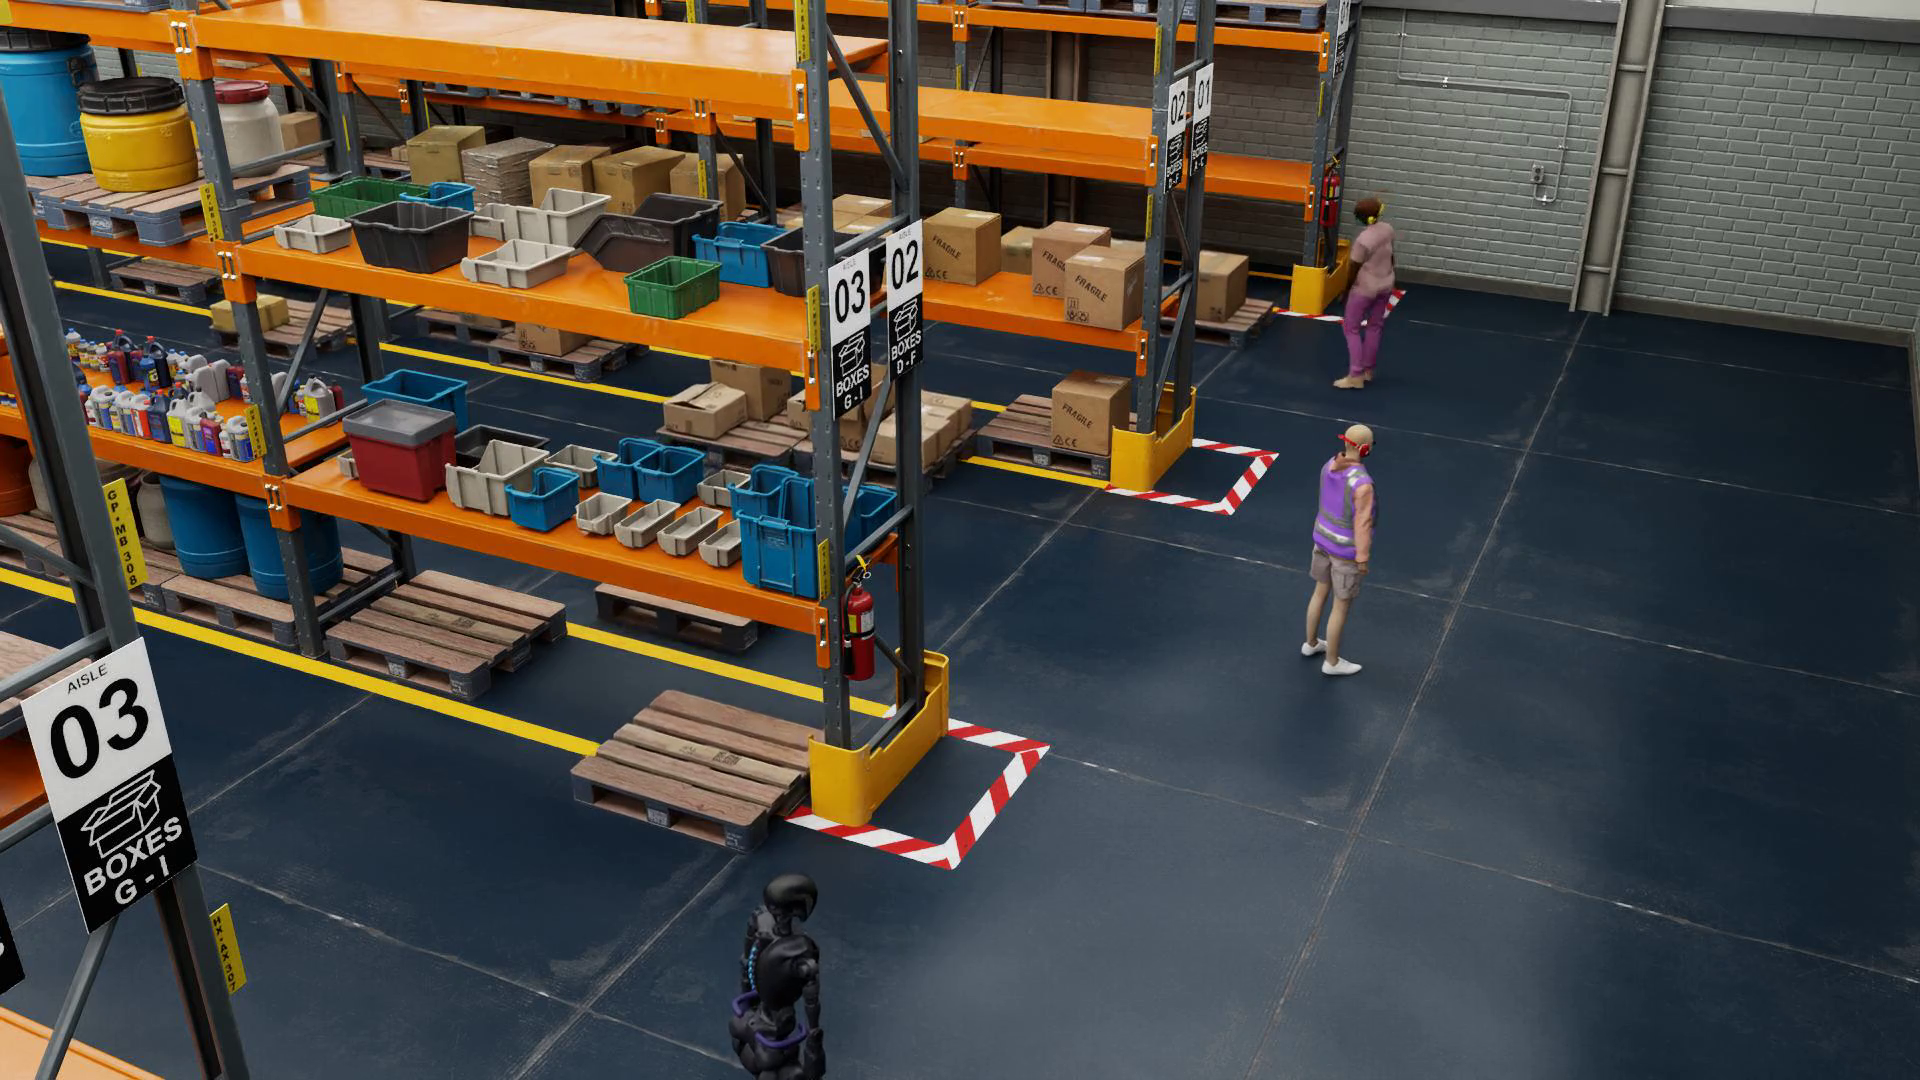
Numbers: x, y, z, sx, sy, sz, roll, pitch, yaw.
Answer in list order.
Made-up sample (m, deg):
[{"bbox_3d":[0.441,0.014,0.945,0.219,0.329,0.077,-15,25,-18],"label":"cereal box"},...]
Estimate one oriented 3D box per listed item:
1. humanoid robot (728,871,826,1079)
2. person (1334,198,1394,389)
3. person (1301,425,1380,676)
[{"bbox_3d":[-0.704,2.007,6.686,0.757,1.621,0.609,-18,31,-32],"label":"humanoid robot"},{"bbox_3d":[3.722,-2.257,15.190,0.675,1.772,0.364,-17,31,-31],"label":"person"},{"bbox_3d":[2.427,0.058,10.589,0.348,1.688,0.491,-10,28,-20],"label":"person"}]
